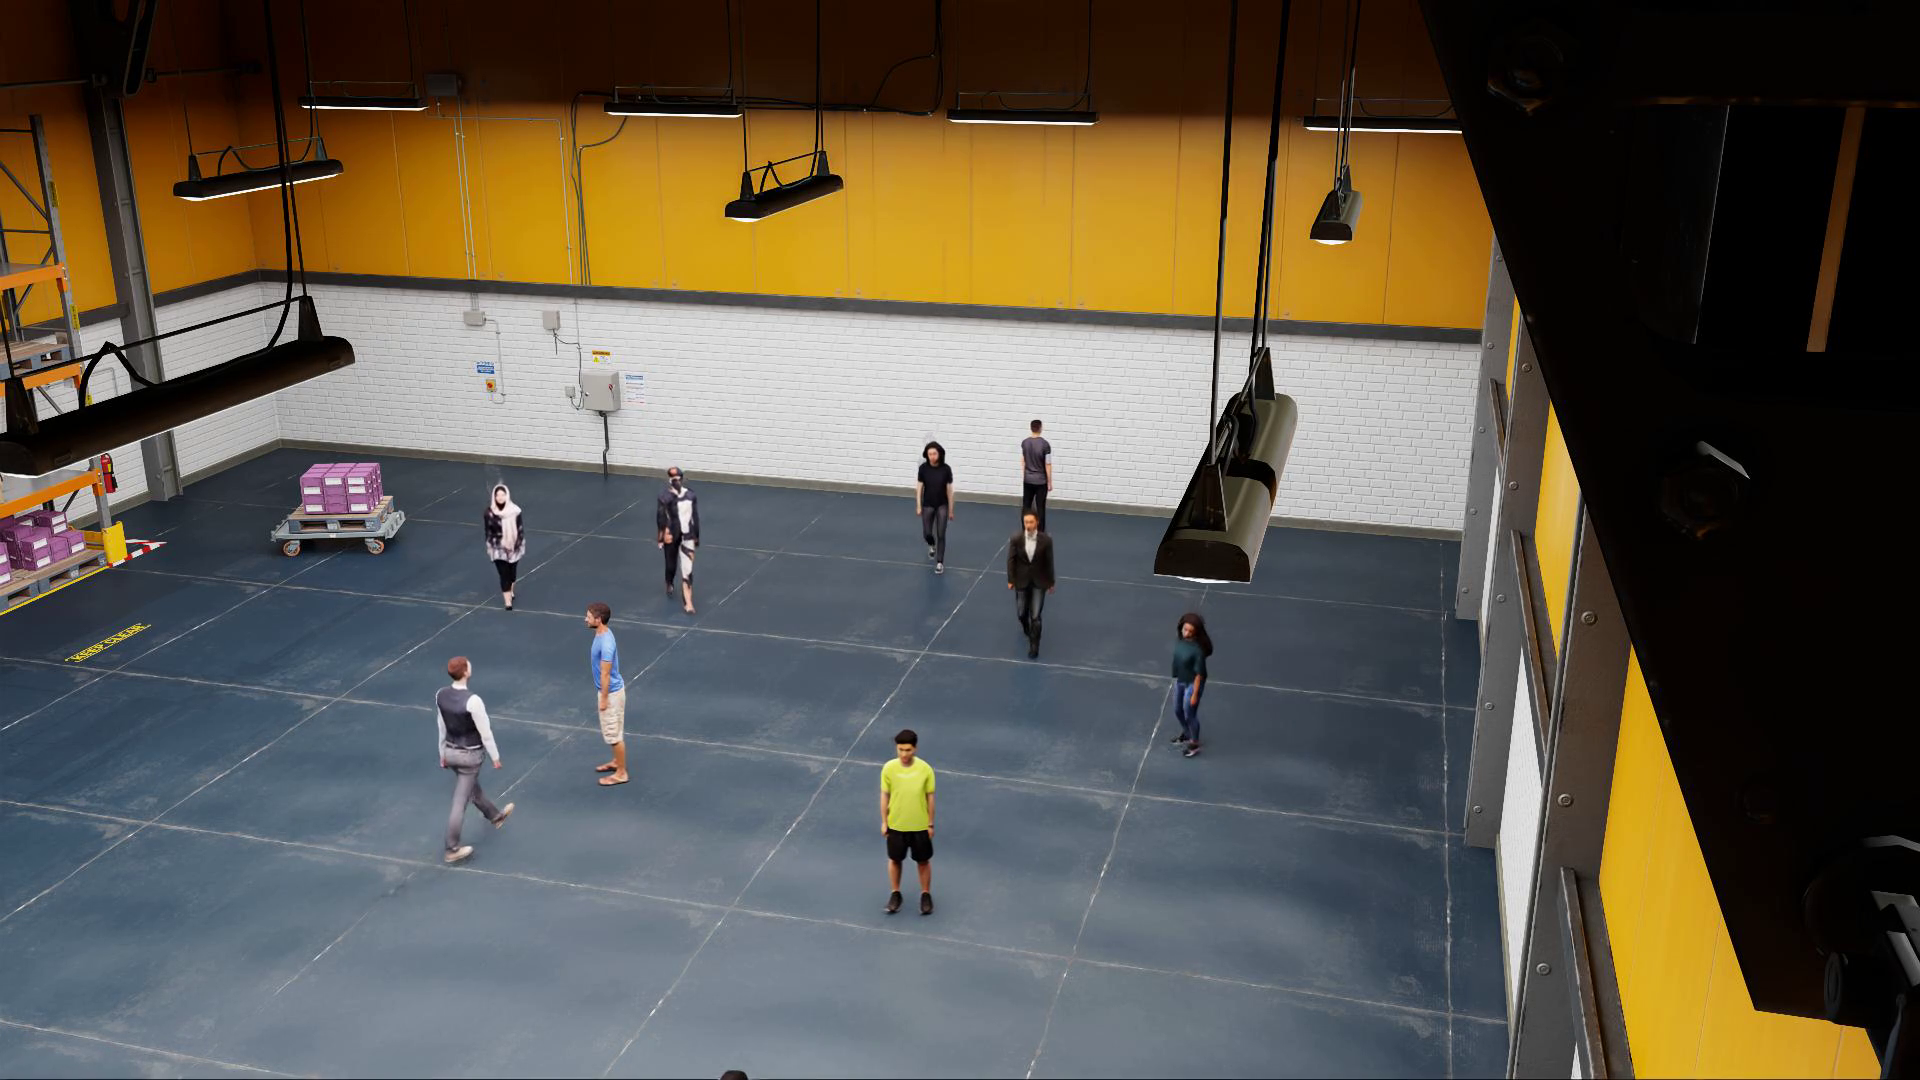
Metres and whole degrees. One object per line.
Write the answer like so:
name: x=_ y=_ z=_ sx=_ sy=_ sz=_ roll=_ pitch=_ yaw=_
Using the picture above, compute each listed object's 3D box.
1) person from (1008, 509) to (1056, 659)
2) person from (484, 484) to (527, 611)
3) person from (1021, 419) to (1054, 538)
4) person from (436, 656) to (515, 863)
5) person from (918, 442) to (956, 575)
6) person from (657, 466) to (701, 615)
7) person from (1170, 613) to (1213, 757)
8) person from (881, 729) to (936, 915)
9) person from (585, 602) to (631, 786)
person: x=0.849 y=0.465 z=19.697 sx=0.796 sy=1.777 sz=0.990 roll=1 pitch=19 yaw=4
person: x=-5.777 y=0.065 z=21.177 sx=0.998 sy=1.590 sz=1.168 roll=-6 pitch=20 yaw=-17
person: x=1.068 y=-0.848 z=23.620 sx=0.689 sy=1.762 sz=0.637 roll=11 pitch=22 yaw=30
person: x=-4.531 y=1.995 z=14.963 sx=0.887 sy=1.899 sz=1.242 roll=10 pitch=21 yaw=28
person: x=-0.314 y=-0.492 z=22.480 sx=0.752 sy=1.815 sz=0.871 roll=1 pitch=19 yaw=3
person: x=-3.563 y=-0.033 z=21.024 sx=1.013 sy=1.874 sz=1.138 roll=-7 pitch=20 yaw=-19
person: x=2.374 y=1.467 z=17.016 sx=0.834 sy=1.589 sz=0.768 roll=-5 pitch=19 yaw=-14
person: x=-0.439 y=2.373 z=14.143 sx=0.650 sy=1.705 sz=0.588 roll=1 pitch=19 yaw=4
person: x=-3.476 y=1.494 z=16.507 sx=0.789 sy=1.863 sz=0.676 roll=-5 pitch=19 yaw=-15
